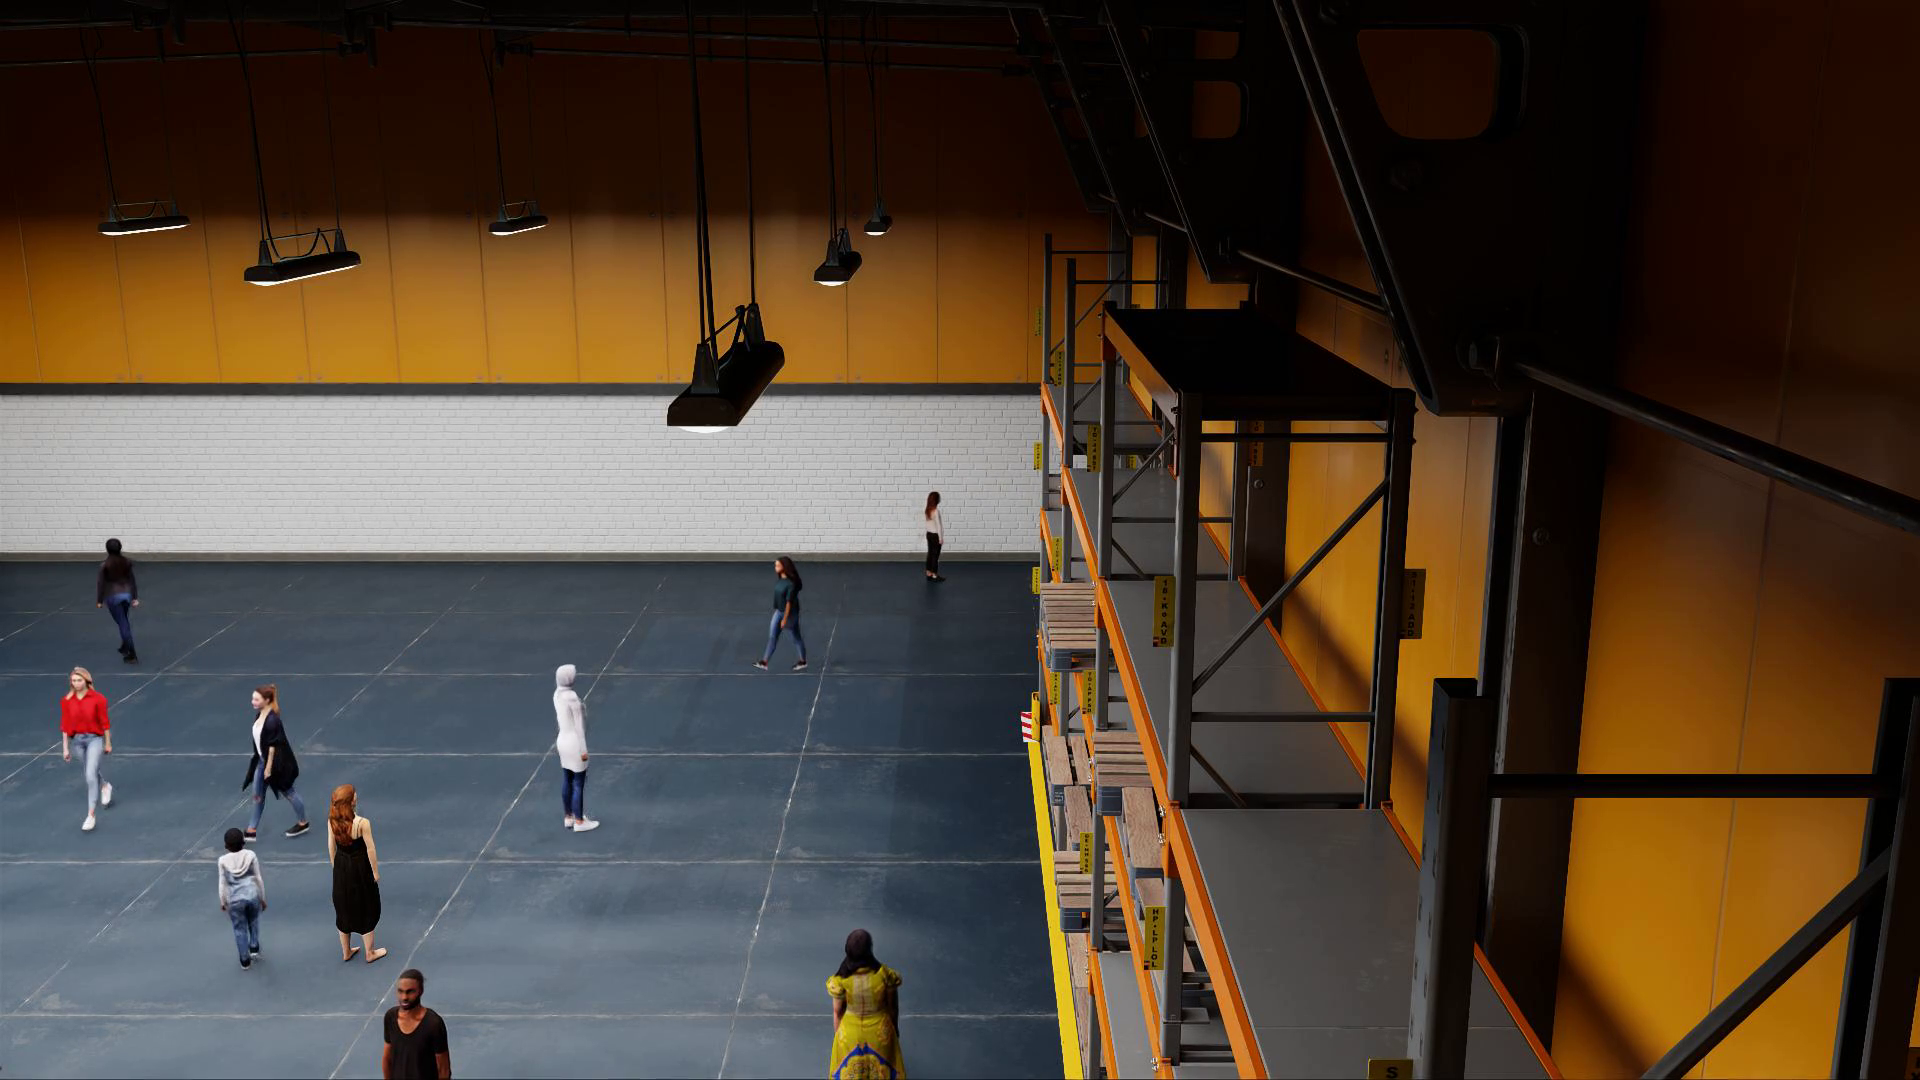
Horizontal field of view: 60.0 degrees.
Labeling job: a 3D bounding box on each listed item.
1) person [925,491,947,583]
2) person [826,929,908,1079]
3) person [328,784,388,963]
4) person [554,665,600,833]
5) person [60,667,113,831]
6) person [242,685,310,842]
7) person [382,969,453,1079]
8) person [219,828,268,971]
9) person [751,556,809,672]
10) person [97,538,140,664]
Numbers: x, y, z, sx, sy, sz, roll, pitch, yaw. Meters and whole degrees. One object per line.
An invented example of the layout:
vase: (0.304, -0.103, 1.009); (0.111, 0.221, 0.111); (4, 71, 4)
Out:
person: (-0.434, -0.063, 27.089); (0.677, 1.484, 0.580); (-9, 16, -33)
person: (-0.674, 3.546, 11.817); (0.899, 1.658, 0.830); (-2, 14, -9)
person: (-5.314, 2.904, 14.539); (0.611, 1.624, 0.610); (2, 14, 9)
person: (-4.061, 2.158, 17.298); (0.756, 1.776, 0.687); (-12, 18, -41)
person: (-9.196, 2.145, 17.571); (0.741, 1.673, 1.162); (-2, 14, -9)
person: (-6.945, 2.281, 17.062); (1.058, 1.648, 1.009); (-13, 18, -42)
person: (-3.569, 3.674, 10.981); (0.713, 1.803, 0.662); (5, 15, 20)
person: (-6.230, 3.121, 14.442); (0.653, 1.247, 0.728); (-8, 16, -31)
person: (-2.249, 1.014, 22.438); (1.018, 1.580, 1.045); (-10, 17, -34)
person: (-11.479, 0.849, 22.810); (0.924, 1.726, 0.918); (8, 16, 30)
